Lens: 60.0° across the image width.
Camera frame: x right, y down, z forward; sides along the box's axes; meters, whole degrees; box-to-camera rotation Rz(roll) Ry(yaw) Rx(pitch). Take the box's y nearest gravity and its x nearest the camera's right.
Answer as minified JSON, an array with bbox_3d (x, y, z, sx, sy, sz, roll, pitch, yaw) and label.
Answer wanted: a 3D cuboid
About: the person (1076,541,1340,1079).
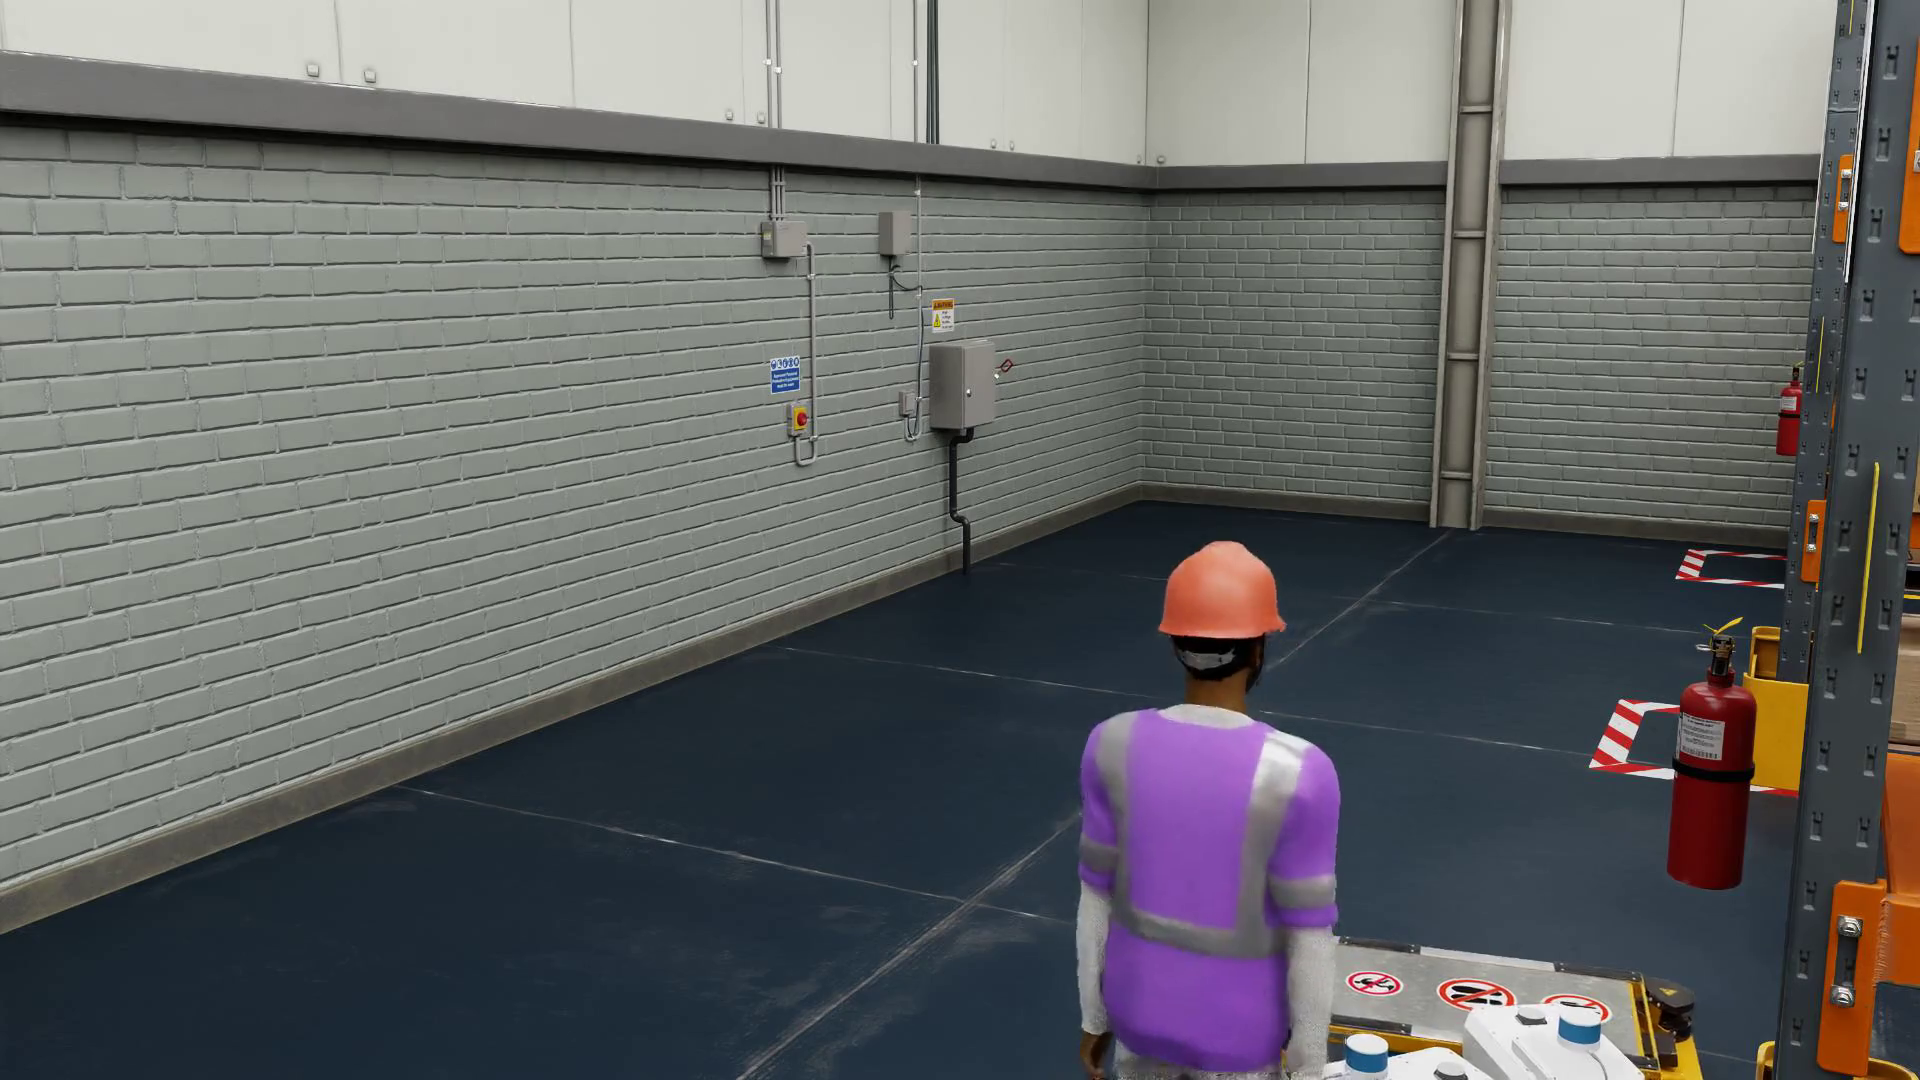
[{"bbox_3d":[0.439,0.975,3.306,0.558,1.916,0.715,6,12,29],"label":"person"}]

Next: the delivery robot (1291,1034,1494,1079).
[{"bbox_3d":[0.990,1.459,4.087,0.707,0.478,0.477,-4,11,-22],"label":"delivery robot"}]

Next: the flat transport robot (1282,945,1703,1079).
[{"bbox_3d":[1.482,1.468,5.067,1.431,0.197,0.652,3,11,17],"label":"flat transport robot"}]

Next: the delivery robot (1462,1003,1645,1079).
[{"bbox_3d":[1.562,1.433,4.228,0.477,0.478,0.707,-1,10,-6],"label":"delivery robot"}]
